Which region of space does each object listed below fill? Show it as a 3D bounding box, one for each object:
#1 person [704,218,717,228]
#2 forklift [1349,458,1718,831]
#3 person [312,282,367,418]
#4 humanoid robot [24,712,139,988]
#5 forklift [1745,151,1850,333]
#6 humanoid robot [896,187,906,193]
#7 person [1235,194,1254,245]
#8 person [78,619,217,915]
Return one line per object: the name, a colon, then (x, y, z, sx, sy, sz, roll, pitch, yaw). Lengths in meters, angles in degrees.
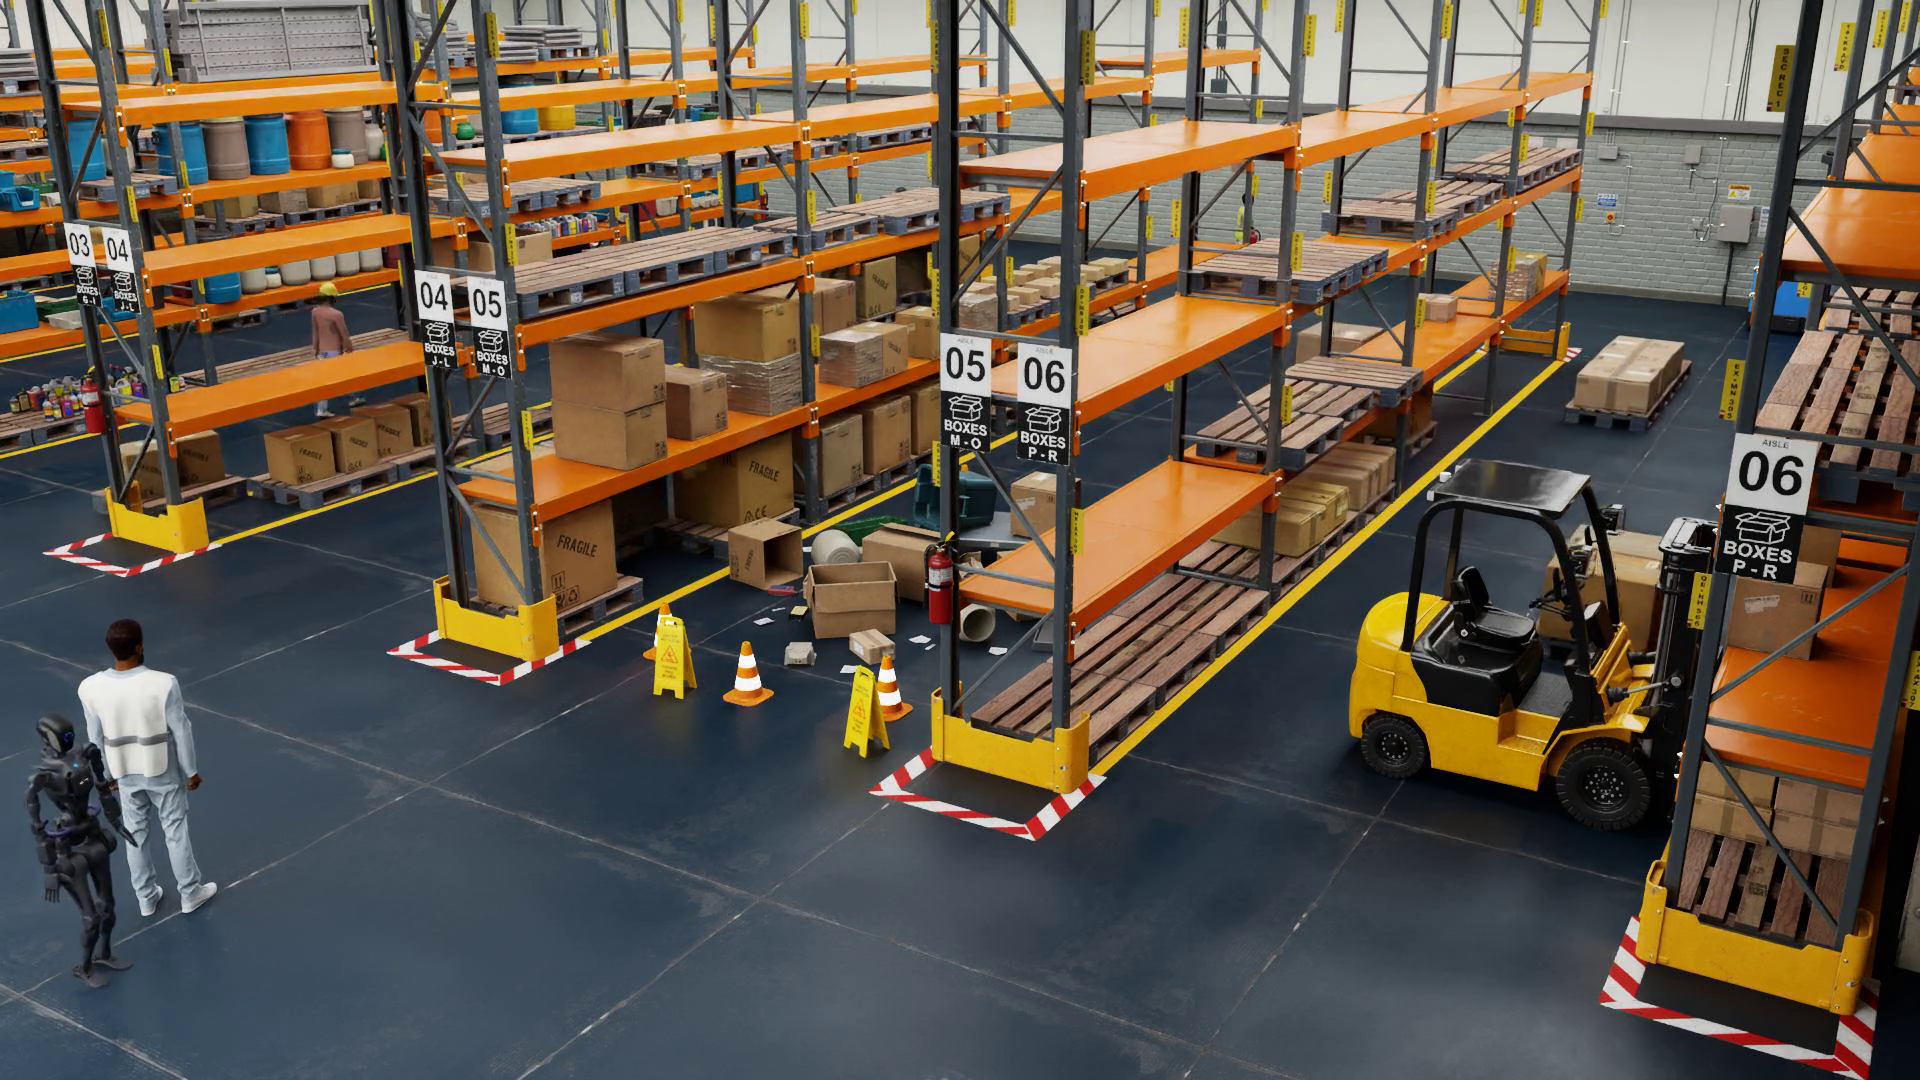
person: (-5.240, -7.063, 34.869, 0.489, 1.688, 0.352, -6, 20, -17)
forklift: (3.988, 0.658, 11.776, 2.313, 2.155, 1.214, 11, 22, 29)
person: (-8.118, -2.475, 21.547, 0.545, 1.712, 0.917, 10, 21, 27)
humanoid robot: (-4.988, 1.729, 9.457, 0.320, 1.654, 0.607, 6, 20, 16)
forklift: (13.620, -4.667, 26.137, 1.873, 2.768, 1.129, 11, 22, 29)
humanoid robot: (-0.997, -5.816, 31.295, 0.423, 1.642, 0.609, 7, 20, 20)
person: (5.196, -5.513, 30.384, 0.320, 1.686, 0.537, -2, 19, -4)
person: (-4.930, 1.388, 10.082, 0.592, 1.919, 0.392, -2, 19, -5)
